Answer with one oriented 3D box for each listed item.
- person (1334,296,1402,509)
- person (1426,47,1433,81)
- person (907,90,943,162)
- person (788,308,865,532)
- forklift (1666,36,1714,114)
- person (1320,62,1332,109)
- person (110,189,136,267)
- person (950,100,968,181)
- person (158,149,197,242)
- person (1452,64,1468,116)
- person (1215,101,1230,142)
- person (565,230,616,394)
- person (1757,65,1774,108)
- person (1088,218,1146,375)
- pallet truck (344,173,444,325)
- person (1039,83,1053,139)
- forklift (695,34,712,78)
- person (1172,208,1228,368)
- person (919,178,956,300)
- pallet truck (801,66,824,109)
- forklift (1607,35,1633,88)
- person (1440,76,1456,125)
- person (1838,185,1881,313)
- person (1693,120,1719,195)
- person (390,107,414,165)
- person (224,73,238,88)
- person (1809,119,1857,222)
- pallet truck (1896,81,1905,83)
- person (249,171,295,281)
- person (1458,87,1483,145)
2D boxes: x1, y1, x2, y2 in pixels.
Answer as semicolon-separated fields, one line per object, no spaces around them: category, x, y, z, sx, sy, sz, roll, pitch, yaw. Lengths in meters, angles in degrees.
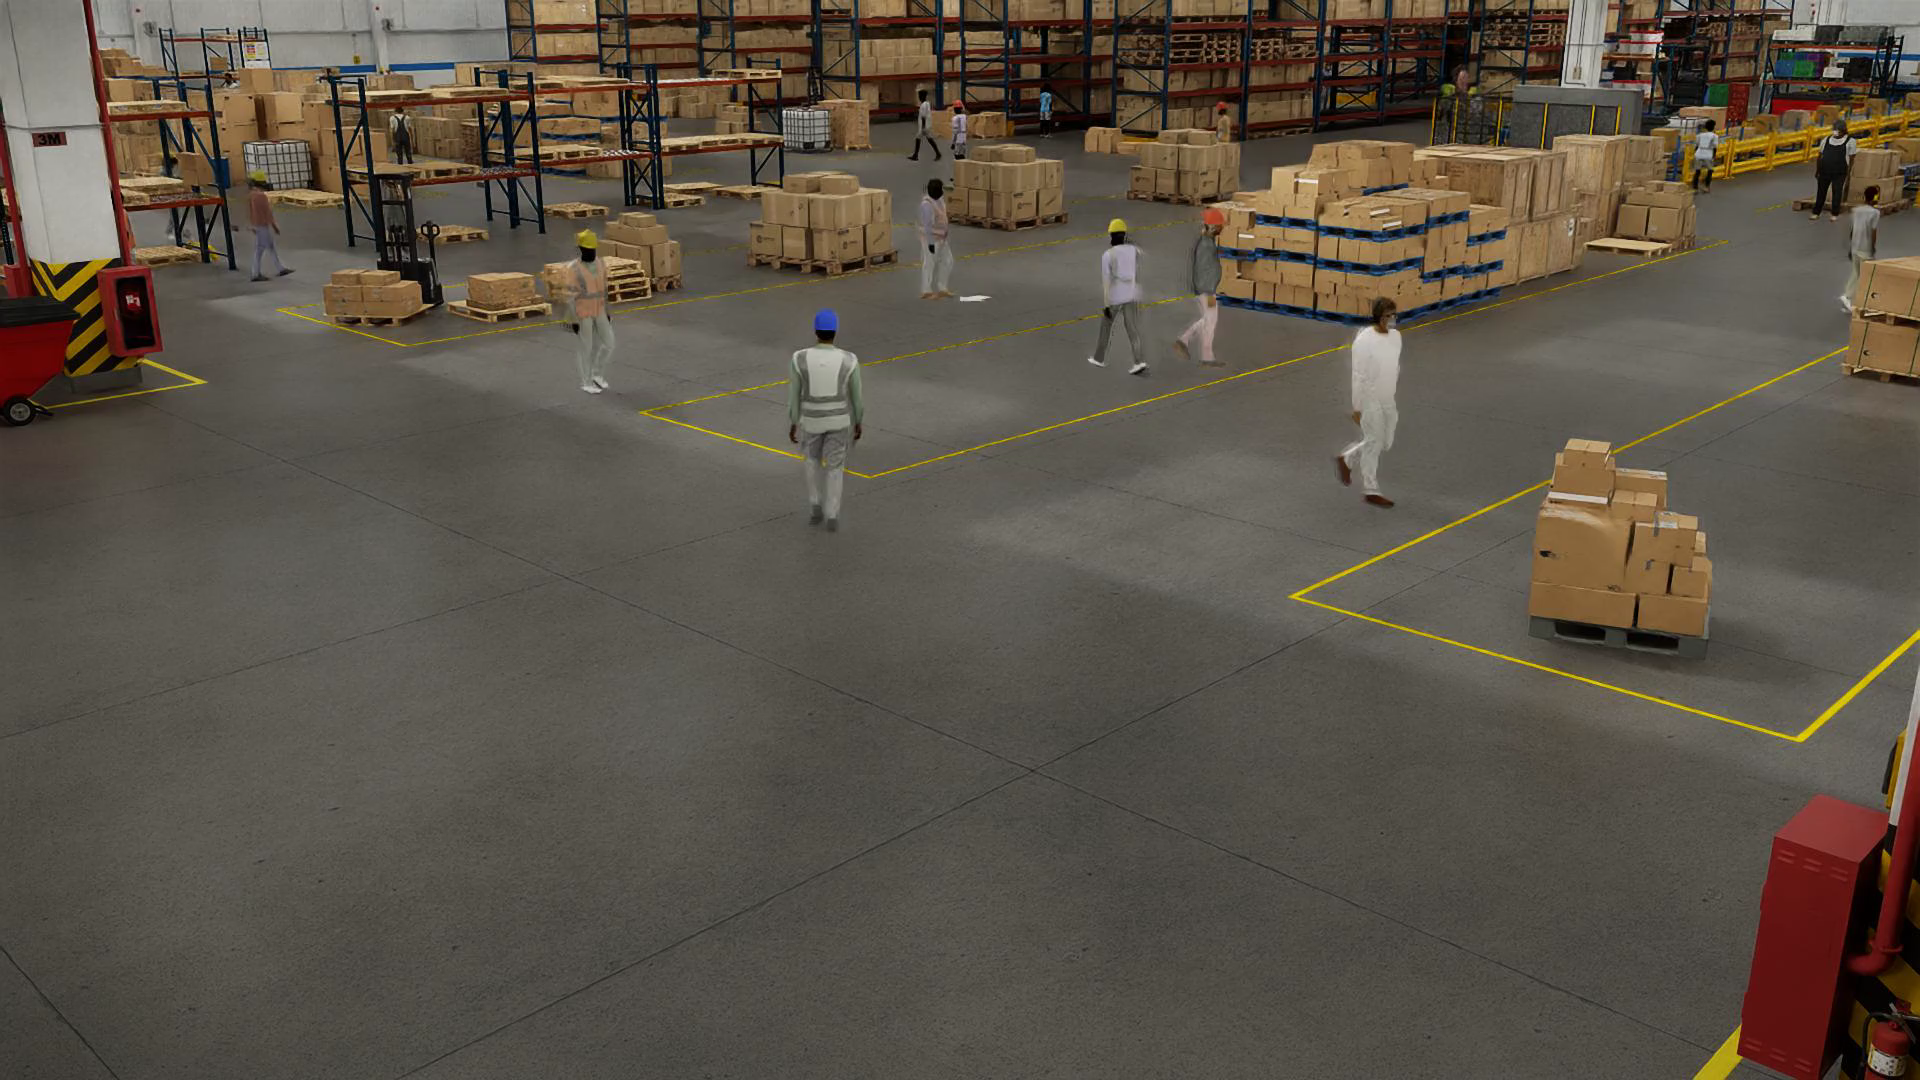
person;3.721;-1.274;15.127;0.633;1.921;0.690;-14;23;-36
person;22.056;-22.159;78.018;0.547;1.938;0.359;15;23;37
person;-0.917;-11.255;45.195;0.997;1.926;0.623;6;19;19
person;-1.151;-1.059;14.455;0.652;1.926;0.643;0;18;0
forklift;27.341;-17.291;61.877;1.129;2.768;1.873;17;25;41
person;13.550;-16.701;61.571;0.629;1.939;0.374;-11;21;-29
person;-12.486;-4.384;24.838;0.317;1.696;0.540;-11;21;-30
person;-0.043;-9.745;40.617;0.361;1.938;0.546;11;21;30
person;-14.613;-6.402;30.912;0.878;1.701;0.497;8;20;22
person;18.351;-16.540;61.163;0.517;1.886;0.669;13;22;34
person;6.348;-9.666;40.395;0.412;1.923;0.569;8;20;22
person;-4.264;-2.628;19.208;0.456;1.907;0.611;13;22;34
person;31.743;-17.851;65.511;0.507;1.632;0.274;12;22;32
person;1.975;-2.979;20.339;0.575;1.874;1.013;-9;20;-25
pallet truck;-8.209;-4.181;23.757;0.823;1.965;1.885;3;19;9
person;2.702;-13.457;52.177;0.318;1.697;0.535;-14;23;-36
forklift;-9.855;-18.236;64.726;1.129;2.768;1.873;17;25;41
person;3.008;-3.099;20.523;0.573;1.976;0.623;2;18;6
person;-0.303;-4.511;25.027;0.638;1.819;0.650;8;20;23
pallet truck;-4.812;-15.182;56.903;0.823;1.965;1.885;-9;21;-26
forklift;25.243;-17.916;63.760;1.129;2.768;1.873;17;25;41
person;16.742;-15.097;57.145;0.542;1.677;0.672;13;23;35
person;13.002;-4.176;23.974;0.431;1.851;0.550;-4;19;-12
person;17.033;-8.734;37.982;0.611;1.676;0.551;-17;25;-42
person;-13.769;-9.846;41.068;0.516;1.842;0.326;-8;20;-22
person;-23.617;-14.187;54.048;0.590;1.910;0.388;10;21;27
person;17.624;-7.464;33.581;0.688;2.000;0.536;16;24;39
pallet truck;34.802;-16.331;61.455;0.653;1.274;1.630;17;25;41
person;-11.161;-5.075;26.870;0.838;1.734;0.539;-16;24;-39
person;15.005;-12.389;48.839;0.963;1.769;0.589;-17;25;-41
